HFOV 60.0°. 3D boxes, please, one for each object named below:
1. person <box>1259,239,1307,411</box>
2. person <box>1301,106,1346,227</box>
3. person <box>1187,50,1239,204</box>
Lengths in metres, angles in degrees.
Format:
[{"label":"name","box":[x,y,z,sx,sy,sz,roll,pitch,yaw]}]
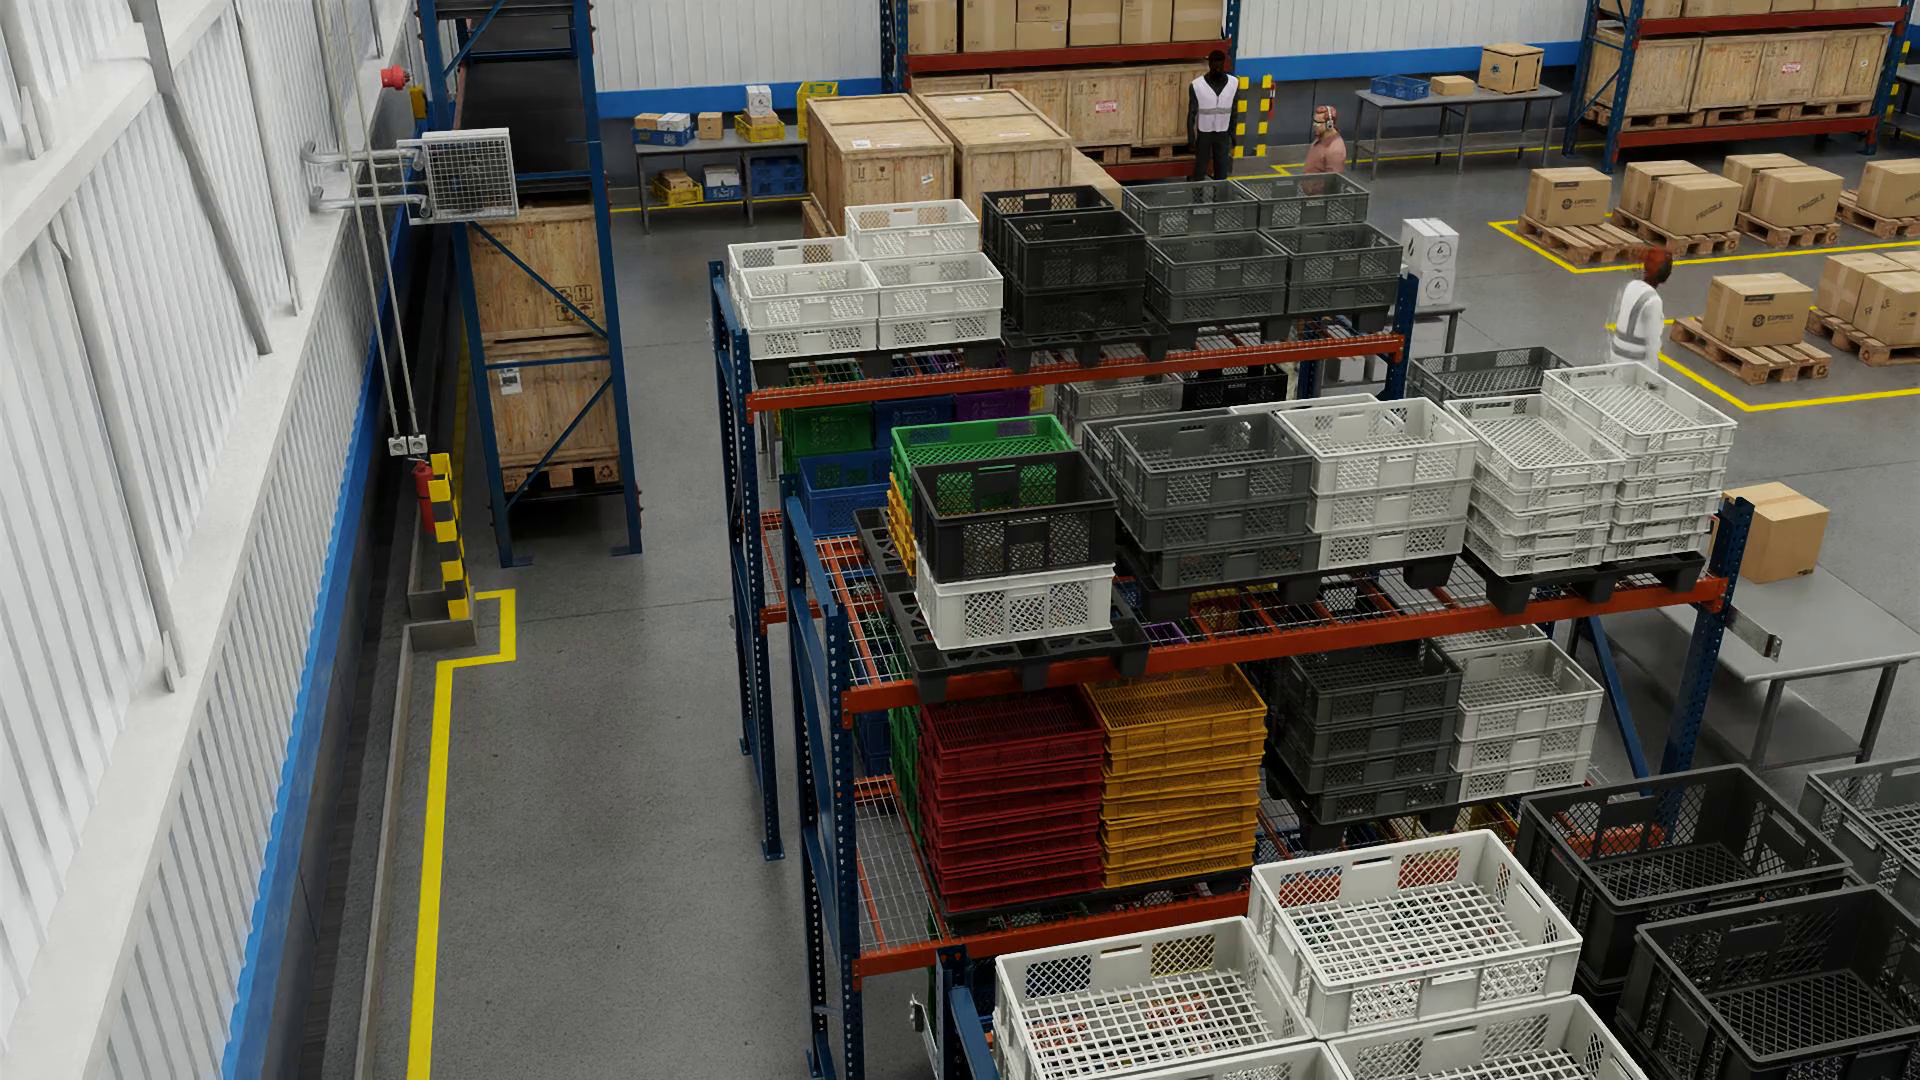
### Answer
[{"label":"person","box":[2.576,-1.526,13.217,0.329,1.865,0.510,-18,33,-30]},{"label":"person","box":[3.627,-3.430,16.798,0.401,1.900,0.648,0,28,1]},{"label":"person","box":[2.899,-4.692,19.182,0.597,1.907,0.403,-6,28,-11]}]
